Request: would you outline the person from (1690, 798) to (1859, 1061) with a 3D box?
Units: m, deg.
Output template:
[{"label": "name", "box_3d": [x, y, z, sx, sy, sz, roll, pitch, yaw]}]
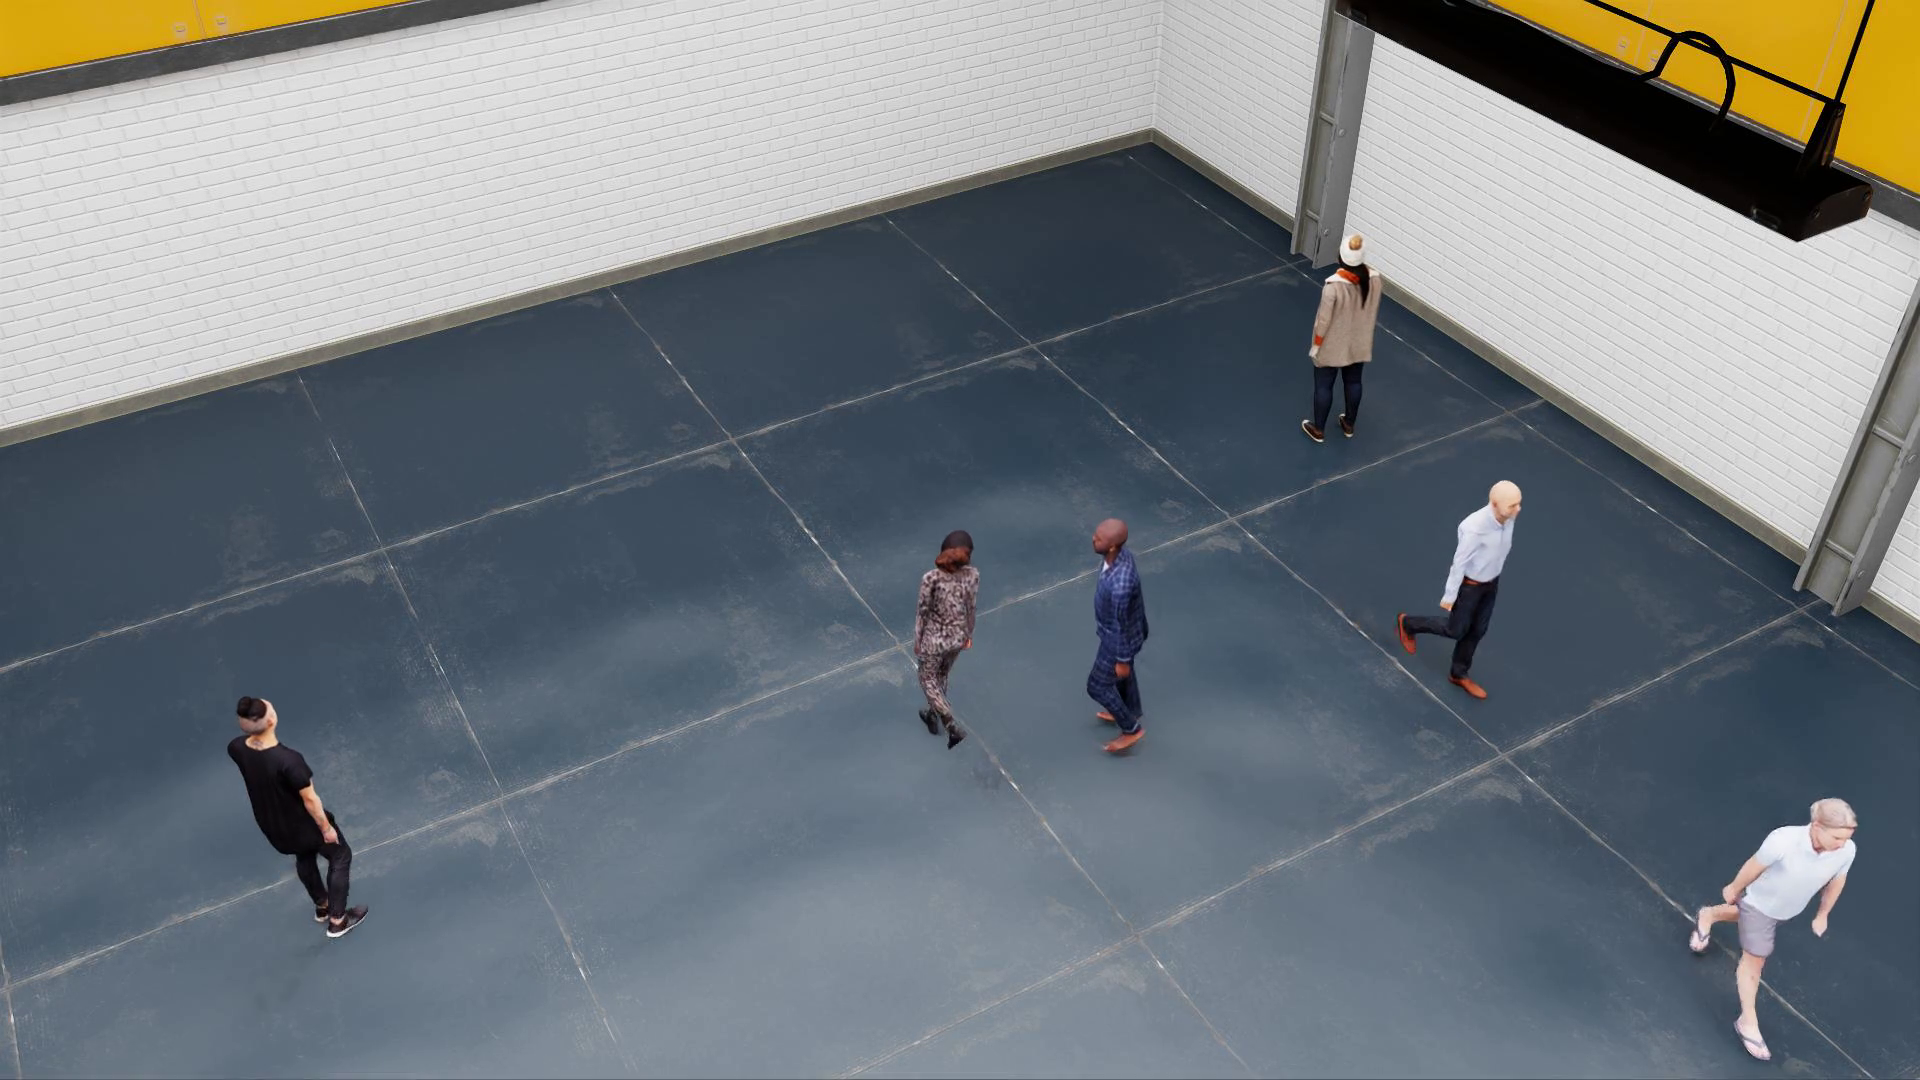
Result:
[{"label": "person", "box_3d": [4.441, 1.918, 9.222, 1.007, 1.764, 1.318, -2, 39, -2]}]

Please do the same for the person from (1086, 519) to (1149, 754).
[{"label": "person", "box_3d": [1.065, 0.610, 10.833, 0.858, 1.798, 0.761, -1, 39, -2]}]

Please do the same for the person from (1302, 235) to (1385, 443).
[{"label": "person", "box_3d": [3.138, -1.662, 13.599, 0.773, 1.895, 0.757, -9, 40, -11]}]

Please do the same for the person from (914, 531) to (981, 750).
[{"label": "person", "box_3d": [-0.065, 0.692, 10.818, 0.660, 1.688, 0.877, -18, 42, -21]}]

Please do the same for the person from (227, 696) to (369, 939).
[{"label": "person", "box_3d": [-3.858, 1.604, 9.537, 0.805, 1.861, 0.904, 16, 41, 19]}]

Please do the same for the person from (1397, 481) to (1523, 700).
[{"label": "person", "box_3d": [3.419, 0.275, 11.275, 0.731, 1.769, 1.024, -26, 45, -29]}]
